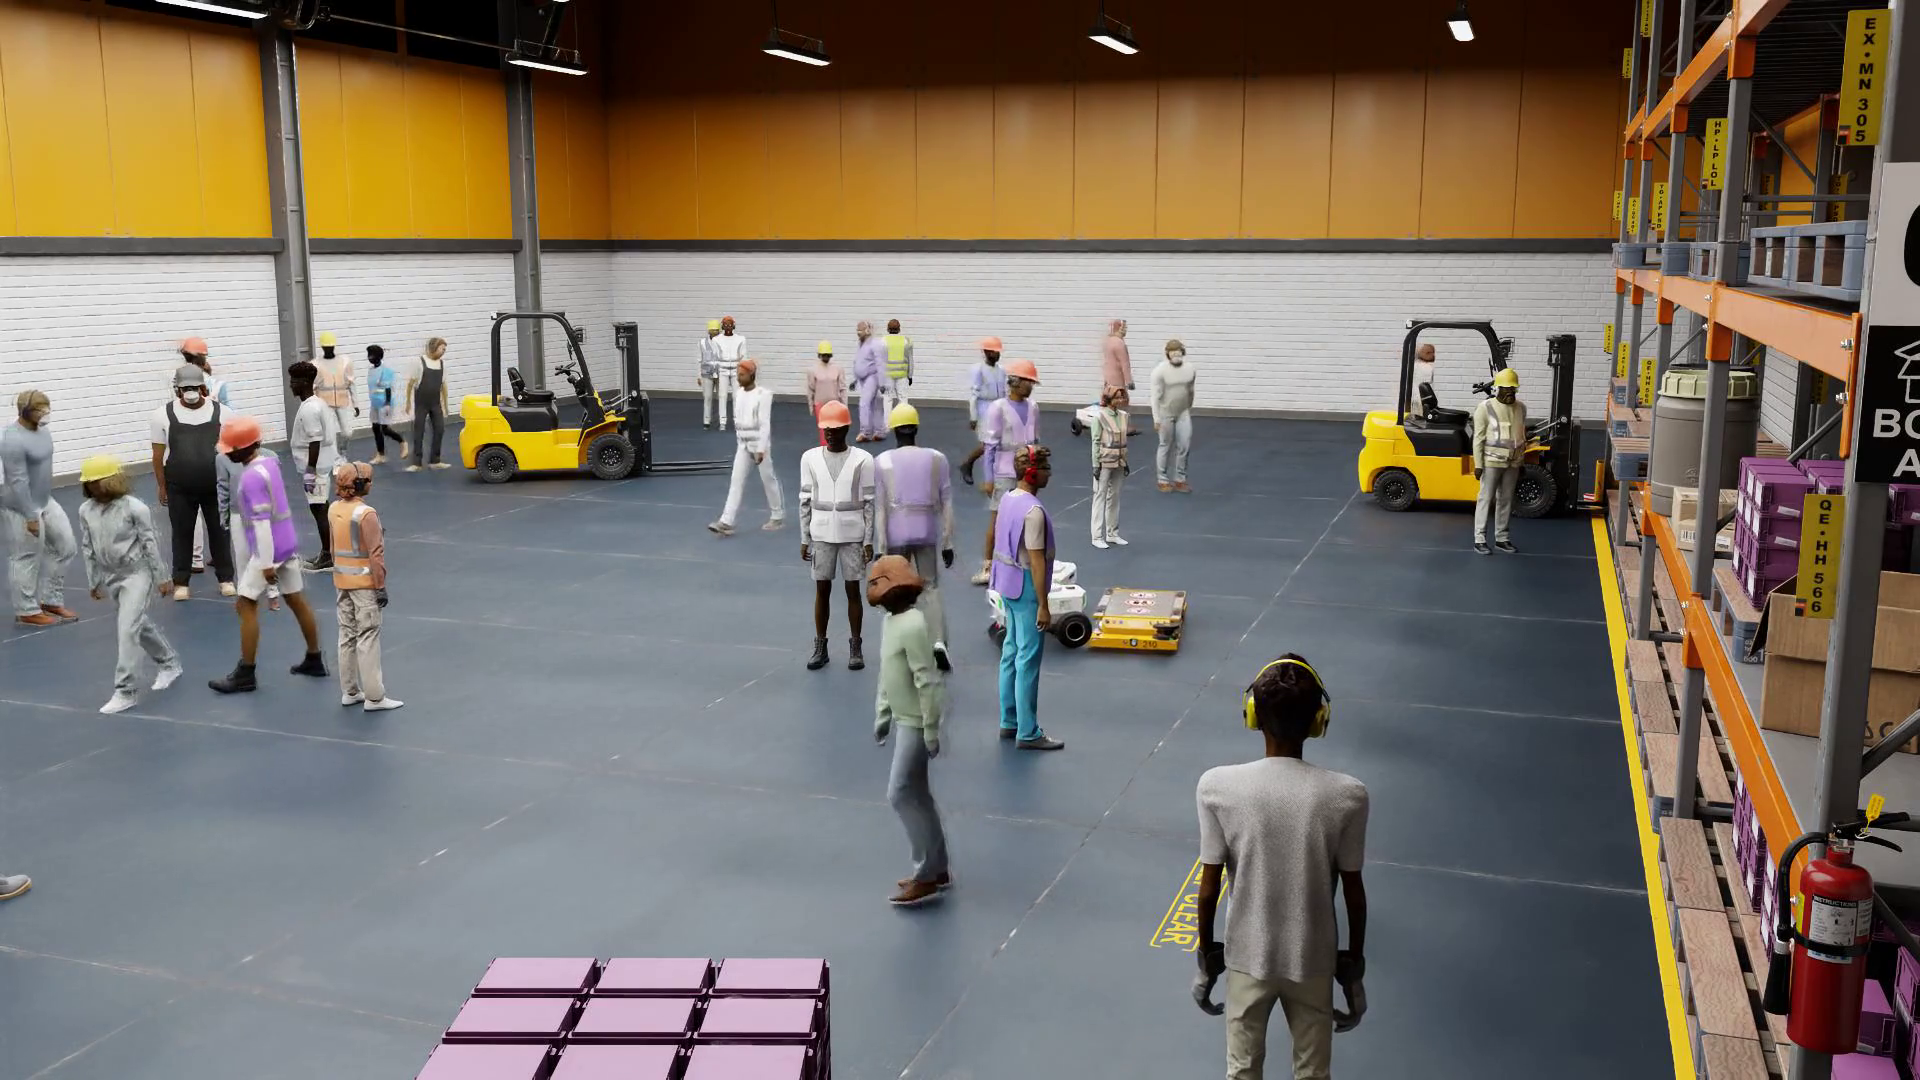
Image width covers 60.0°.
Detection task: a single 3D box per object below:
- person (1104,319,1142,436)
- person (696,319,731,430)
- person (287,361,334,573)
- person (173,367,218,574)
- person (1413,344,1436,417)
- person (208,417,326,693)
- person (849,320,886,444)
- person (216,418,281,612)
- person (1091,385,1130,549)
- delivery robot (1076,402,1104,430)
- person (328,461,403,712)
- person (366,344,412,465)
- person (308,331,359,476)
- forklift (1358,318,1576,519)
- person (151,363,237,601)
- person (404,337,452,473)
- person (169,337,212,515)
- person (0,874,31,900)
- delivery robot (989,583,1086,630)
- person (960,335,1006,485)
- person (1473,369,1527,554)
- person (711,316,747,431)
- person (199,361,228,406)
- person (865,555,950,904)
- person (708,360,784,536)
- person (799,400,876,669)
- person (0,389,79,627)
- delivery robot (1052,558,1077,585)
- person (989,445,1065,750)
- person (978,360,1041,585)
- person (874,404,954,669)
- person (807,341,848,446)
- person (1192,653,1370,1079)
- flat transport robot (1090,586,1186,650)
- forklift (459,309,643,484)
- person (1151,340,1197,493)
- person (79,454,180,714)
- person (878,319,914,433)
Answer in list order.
[{"bbox_3d":[2.581,-2.513,26.054,0.845,1.879,0.647,-2,10,-8],"label":"person"},{"bbox_3d":[-4.020,-2.709,27.261,0.600,1.829,0.404,-1,10,-6],"label":"person"},{"bbox_3d":[-6.016,-0.682,15.470,0.364,1.964,0.612,-2,10,-14],"label":"person"},{"bbox_3d":[-7.115,-0.645,15.425,0.404,1.911,0.636,5,11,26],"label":"person"},{"bbox_3d":[6.637,-2.012,23.936,0.463,1.616,0.516,-2,10,-12],"label":"person"},{"bbox_3d":[-4.788,0.087,11.399,0.705,1.882,0.655,-1,10,-4],"label":"person"},{"bbox_3d":[-1.487,-2.421,25.538,0.801,1.877,0.647,-5,11,-28],"label":"person"},{"bbox_3d":[-5.875,-0.210,13.778,0.501,1.625,0.282,-2,10,-12],"label":"person"},{"bbox_3d":[1.510,-0.739,16.719,0.525,1.637,0.307,-10,14,-44],"label":"person"},{"bbox_3d":[2.143,-1.947,26.303,0.477,0.478,0.707,-5,11,-27],"label":"delivery robot"},{"bbox_3d":[-3.910,0.304,10.840,0.518,1.640,0.307,8,13,37],"label":"person"},{"bbox_3d":[-7.936,-1.872,22.955,0.548,1.679,0.479,8,13,39],"label":"person"},{"bbox_3d":[-8.275,-1.811,21.977,0.611,1.910,0.507,-6,11,-28],"label":"person"},{"bbox_3d":[5.787,-1.437,19.079,2.313,2.155,1.214,3,11,19],"label":"forklift"},{"bbox_3d":[-6.516,-0.502,14.245,0.684,2.000,0.535,-5,11,-28],"label":"person"},{"bbox_3d":[-7.160,-1.795,22.228,0.350,1.808,0.690,9,14,42],"label":"person"},{"bbox_3d":[-8.480,-1.267,18.686,0.614,1.999,1.003,4,11,22],"label":"person"},{"bbox_3d":[-4.666,0.692,7.646,0.611,1.996,0.378,5,11,26],"label":"person"},{"bbox_3d":[0.587,0.478,12.650,0.707,0.478,0.477,-2,10,-12],"label":"delivery robot"},{"bbox_3d":[0.328,-1.568,20.583,0.548,1.926,0.545,9,14,43],"label":"person"},{"bbox_3d":[5.322,-0.771,16.348,0.601,1.830,0.403,-4,11,-20],"label":"person"},{"bbox_3d":[-3.767,-2.718,27.206,0.583,1.879,0.342,-3,10,-14],"label":"person"},{"bbox_3d":[-9.324,-1.409,20.532,0.538,1.619,0.568,-1,10,-4],"label":"person"},{"bbox_3d":[-0.235,0.875,7.760,0.405,1.592,0.570,-2,10,-11],"label":"person"},{"bbox_3d":[-2.204,-0.963,17.424,0.598,1.833,0.982,8,13,37],"label":"person"},{"bbox_3d":[-0.879,-0.031,11.885,0.551,1.937,0.357,1,10,4],"label":"person"},{"bbox_3d":[-7.254,-0.238,13.109,0.566,1.913,0.667,-1,10,-4],"label":"person"},{"bbox_3d":[0.715,0.336,13.447,0.477,0.478,0.707,3,11,16],"label":"delivery robot"},{"bbox_3d":[0.387,0.342,10.039,0.390,1.846,0.564,-3,11,-19],"label":"person"},{"bbox_3d":[0.452,-0.592,14.880,0.736,2.011,0.374,-9,13,-41],"label":"person"},{"bbox_3d":[-0.339,-0.020,11.982,0.604,1.926,0.645,-3,10,-15],"label":"person"},{"bbox_3d":[-1.832,-1.874,22.866,0.534,1.737,0.849,-3,11,-17],"label":"person"},{"bbox_3d":[0.938,1.248,4.870,0.508,1.872,0.328,2,10,10],"label":"person"},{"bbox_3d":[1.414,0.598,13.035,0.652,0.197,1.431,2,10,10],"label":"flat transport robot"},{"bbox_3d":[-5.354,-1.902,21.697,2.313,2.155,1.214,-2,10,-13],"label":"forklift"},{"bbox_3d":[2.575,-1.493,20.226,0.646,1.894,0.666,-4,11,-19],"label":"person"},{"bbox_3d":[-5.523,0.237,11.079,0.495,1.691,0.840,2,10,14],"label":"person"},{"bbox_3d":[-1.066,-2.649,26.901,0.637,1.842,0.429,-3,10,-14],"label":"person"}]
